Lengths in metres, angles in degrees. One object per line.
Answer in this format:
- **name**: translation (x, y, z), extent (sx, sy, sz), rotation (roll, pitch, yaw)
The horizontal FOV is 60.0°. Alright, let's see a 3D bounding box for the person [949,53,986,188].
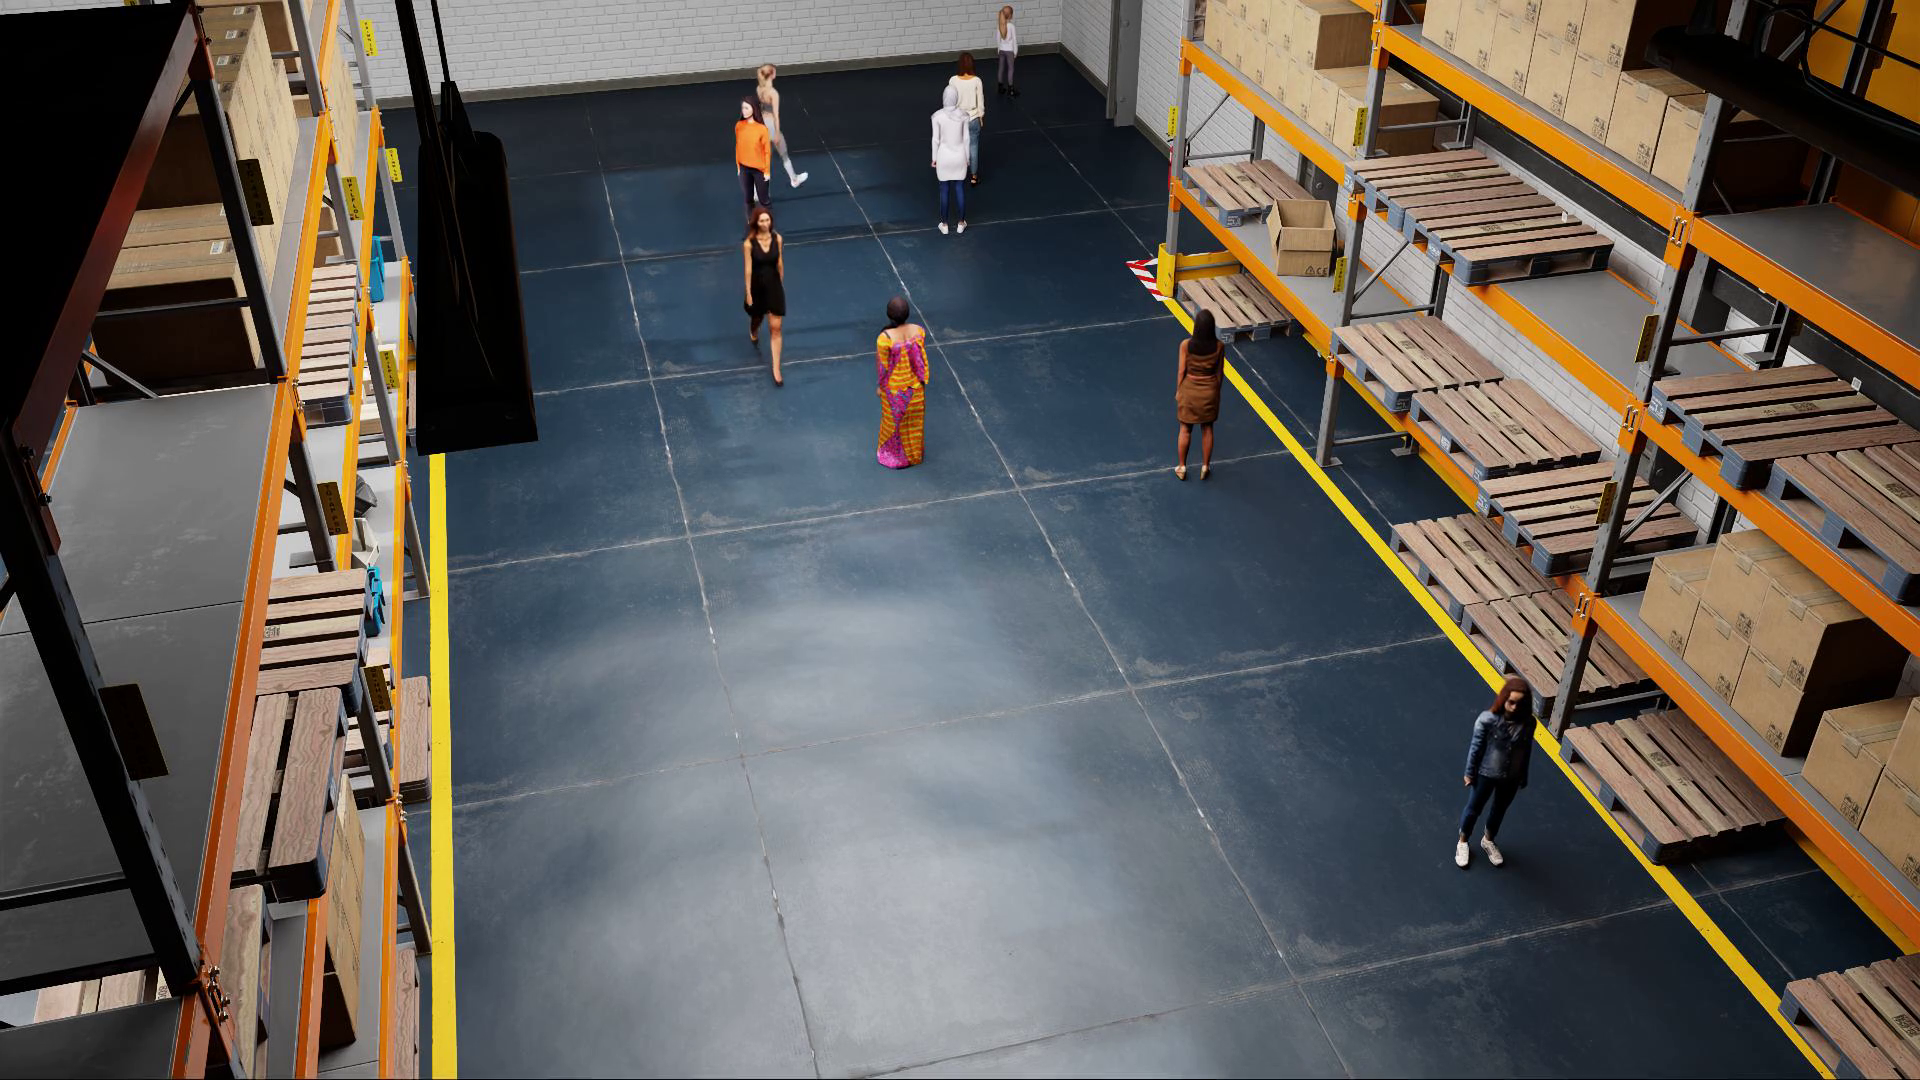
- **person**: translation (0.063, -5.261, 20.846), extent (0.689, 1.677, 0.662), rotation (3, 34, 4)

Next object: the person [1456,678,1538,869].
- **person**: translation (3.505, 1.507, 10.845), extent (0.615, 1.476, 0.563), rotation (-2, 34, -2)

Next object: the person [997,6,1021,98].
- **person**: translation (0.668, -7.015, 23.843), extent (0.570, 1.279, 0.641), rotation (24, 40, 31)

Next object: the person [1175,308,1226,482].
- **person**: translation (2.136, -1.297, 14.869), extent (0.607, 1.690, 0.582), rotation (0, 34, 0)

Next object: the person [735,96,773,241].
- **person**: translation (-2.391, -4.312, 19.353), extent (0.701, 1.748, 0.758), rotation (17, 37, 23)

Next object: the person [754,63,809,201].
- **person**: translation (-2.407, -4.984, 20.446), extent (1.112, 1.657, 1.028), rotation (27, 42, 34)

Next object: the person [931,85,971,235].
- **person**: translation (-0.099, -4.476, 19.575), extent (0.645, 1.775, 0.583), rotation (-2, 34, -4)

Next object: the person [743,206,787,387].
- **person**: translation (-1.972, -2.472, 16.528), extent (0.707, 1.810, 1.153), rotation (-14, 36, -20)

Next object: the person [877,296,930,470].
- **person**: translation (-0.554, -1.468, 15.132), extent (0.728, 1.685, 0.744), rotation (-19, 38, -26)
